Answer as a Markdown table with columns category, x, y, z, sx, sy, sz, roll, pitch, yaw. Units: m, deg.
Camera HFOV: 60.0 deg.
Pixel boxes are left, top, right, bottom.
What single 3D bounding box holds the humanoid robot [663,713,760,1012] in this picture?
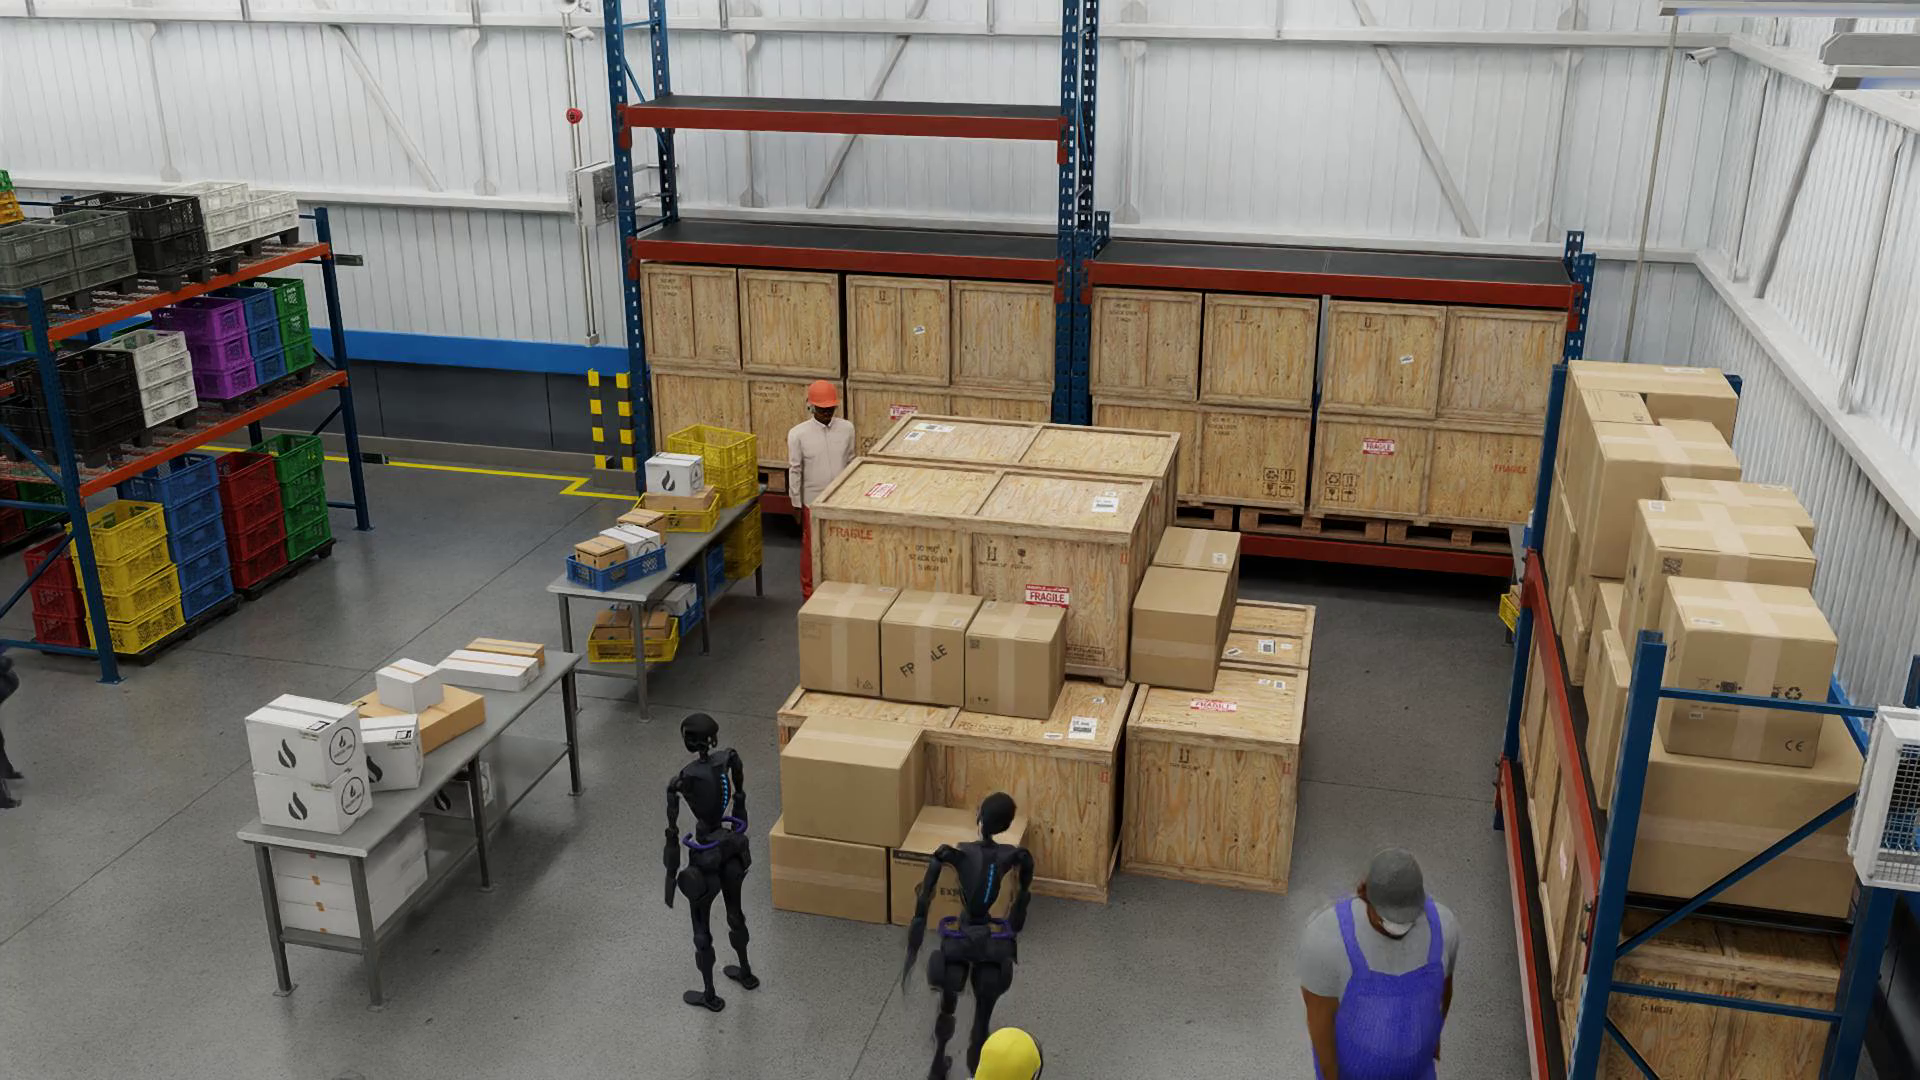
| category | x | y | z | sx | sy | sz | roll | pitch | yaw |
| --- | --- | --- | --- | --- | --- | --- | --- | --- | --- |
| humanoid robot | -1.301 | 1.658 | 8.729 | 0.317 | 1.652 | 0.571 | 16 | 26 | 35 |

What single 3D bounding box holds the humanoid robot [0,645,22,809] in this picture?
| category | x | y | z | sx | sy | sz | roll | pitch | yaw |
| --- | --- | --- | --- | --- | --- | --- | --- | --- | --- |
| humanoid robot | -6.317 | 0.902 | 10.744 | 0.448 | 1.629 | 0.576 | 4 | 21 | 10 |

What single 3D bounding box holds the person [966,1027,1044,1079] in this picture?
| category | x | y | z | sx | sy | sz | roll | pitch | yaw |
| --- | --- | --- | --- | --- | --- | --- | --- | --- | --- |
| person | 0.177 | 2.564 | 6.250 | 0.523 | 1.760 | 0.324 | 8 | 22 | 20 |

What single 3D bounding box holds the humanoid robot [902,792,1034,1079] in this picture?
| category | x | y | z | sx | sy | sz | roll | pitch | yaw |
| --- | --- | --- | --- | --- | --- | --- | --- | --- | --- |
| humanoid robot | 0.038 | 1.963 | 7.972 | 0.642 | 1.617 | 0.574 | -2 | 21 | -4 |

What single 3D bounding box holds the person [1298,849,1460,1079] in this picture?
| category | x | y | z | sx | sy | sz | roll | pitch | yaw |
| --- | --- | --- | --- | --- | --- | --- | --- | --- | --- |
| person | 1.754 | 2.145 | 6.956 | 0.692 | 2.000 | 0.930 | 0 | 21 | 0 |

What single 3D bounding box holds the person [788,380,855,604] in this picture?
| category | x | y | z | sx | sy | sz | roll | pitch | yaw |
| --- | --- | --- | --- | --- | --- | --- | --- | --- | --- |
| person | -1.096 | -0.334 | 13.505 | 0.610 | 1.994 | 0.380 | -13 | 24 | -30 |
